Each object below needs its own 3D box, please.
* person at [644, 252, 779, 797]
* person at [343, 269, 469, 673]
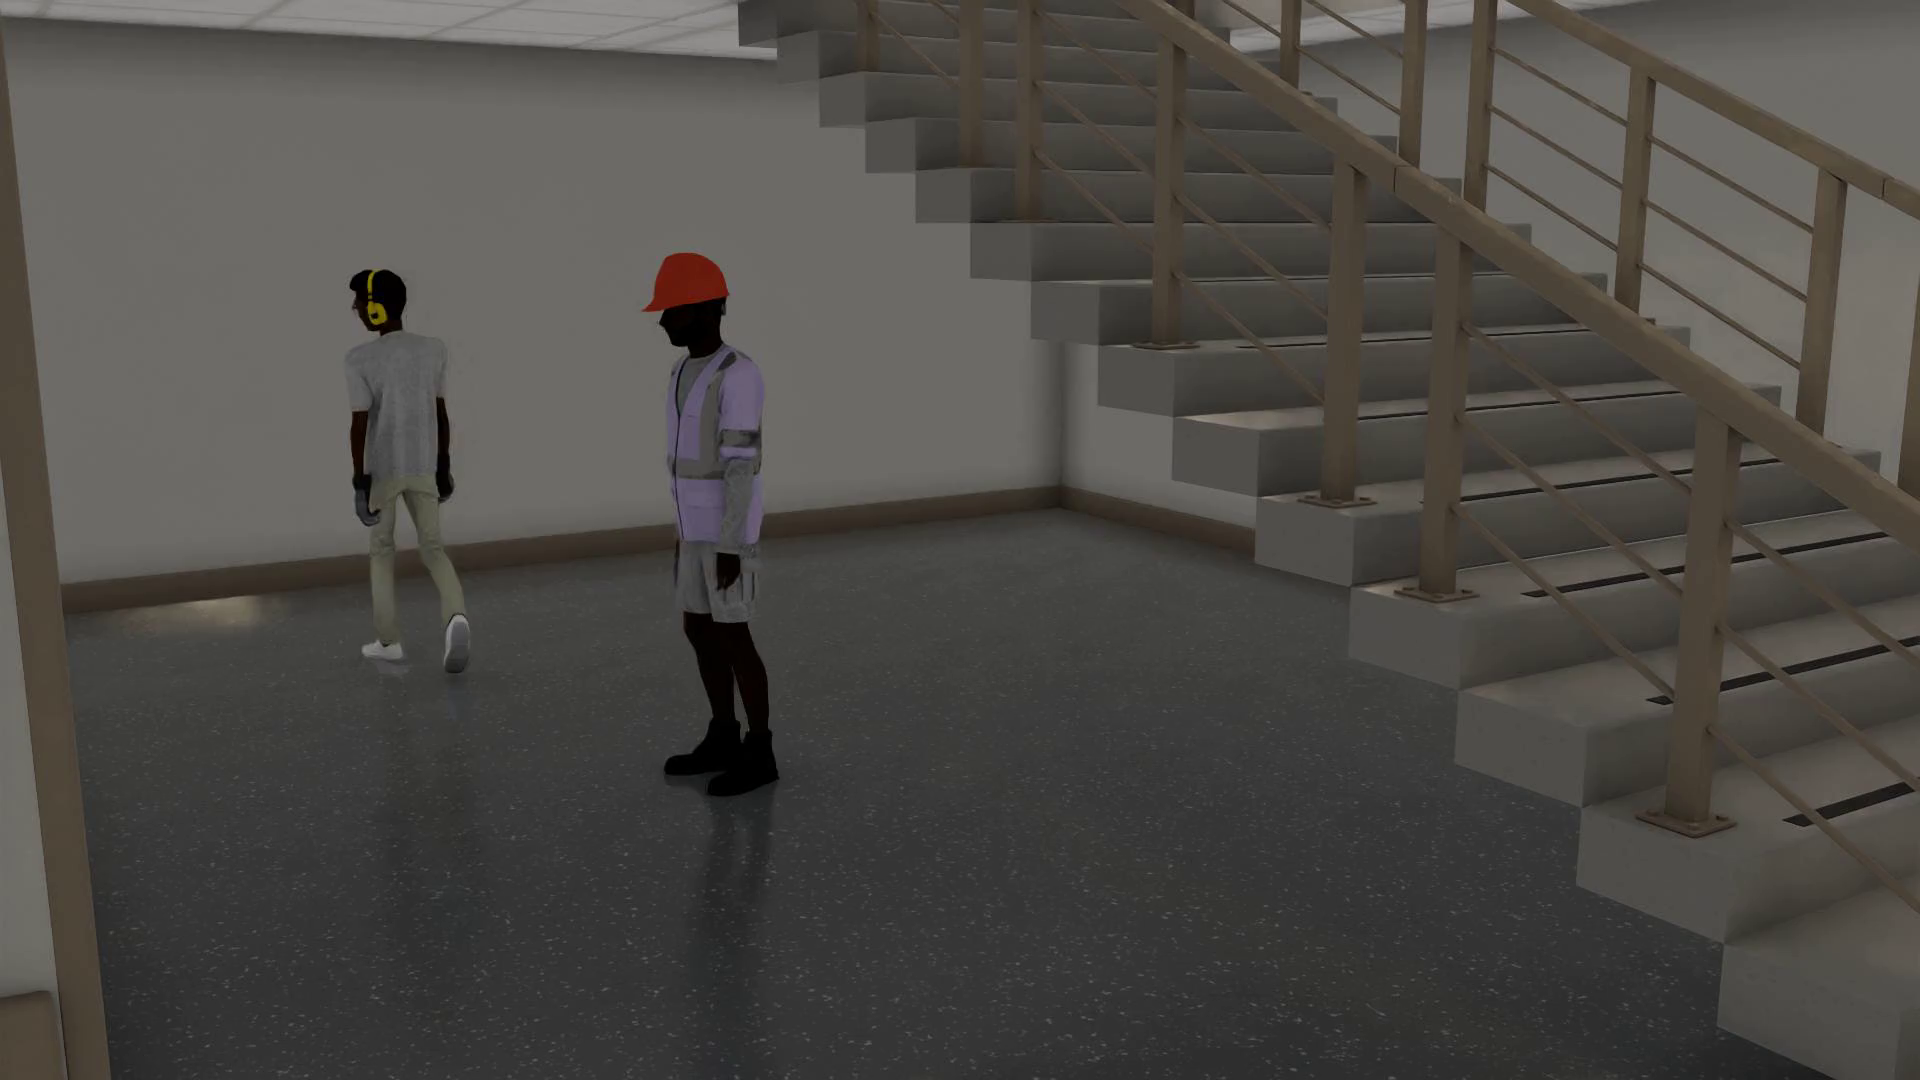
[{"bbox_3d":[-0.902,-0.049,5.914,0.396,1.921,0.551,-8,14,-38],"label":"person"},{"bbox_3d":[-2.493,-0.299,7.488,0.534,1.826,0.796,-9,14,-38],"label":"person"}]
